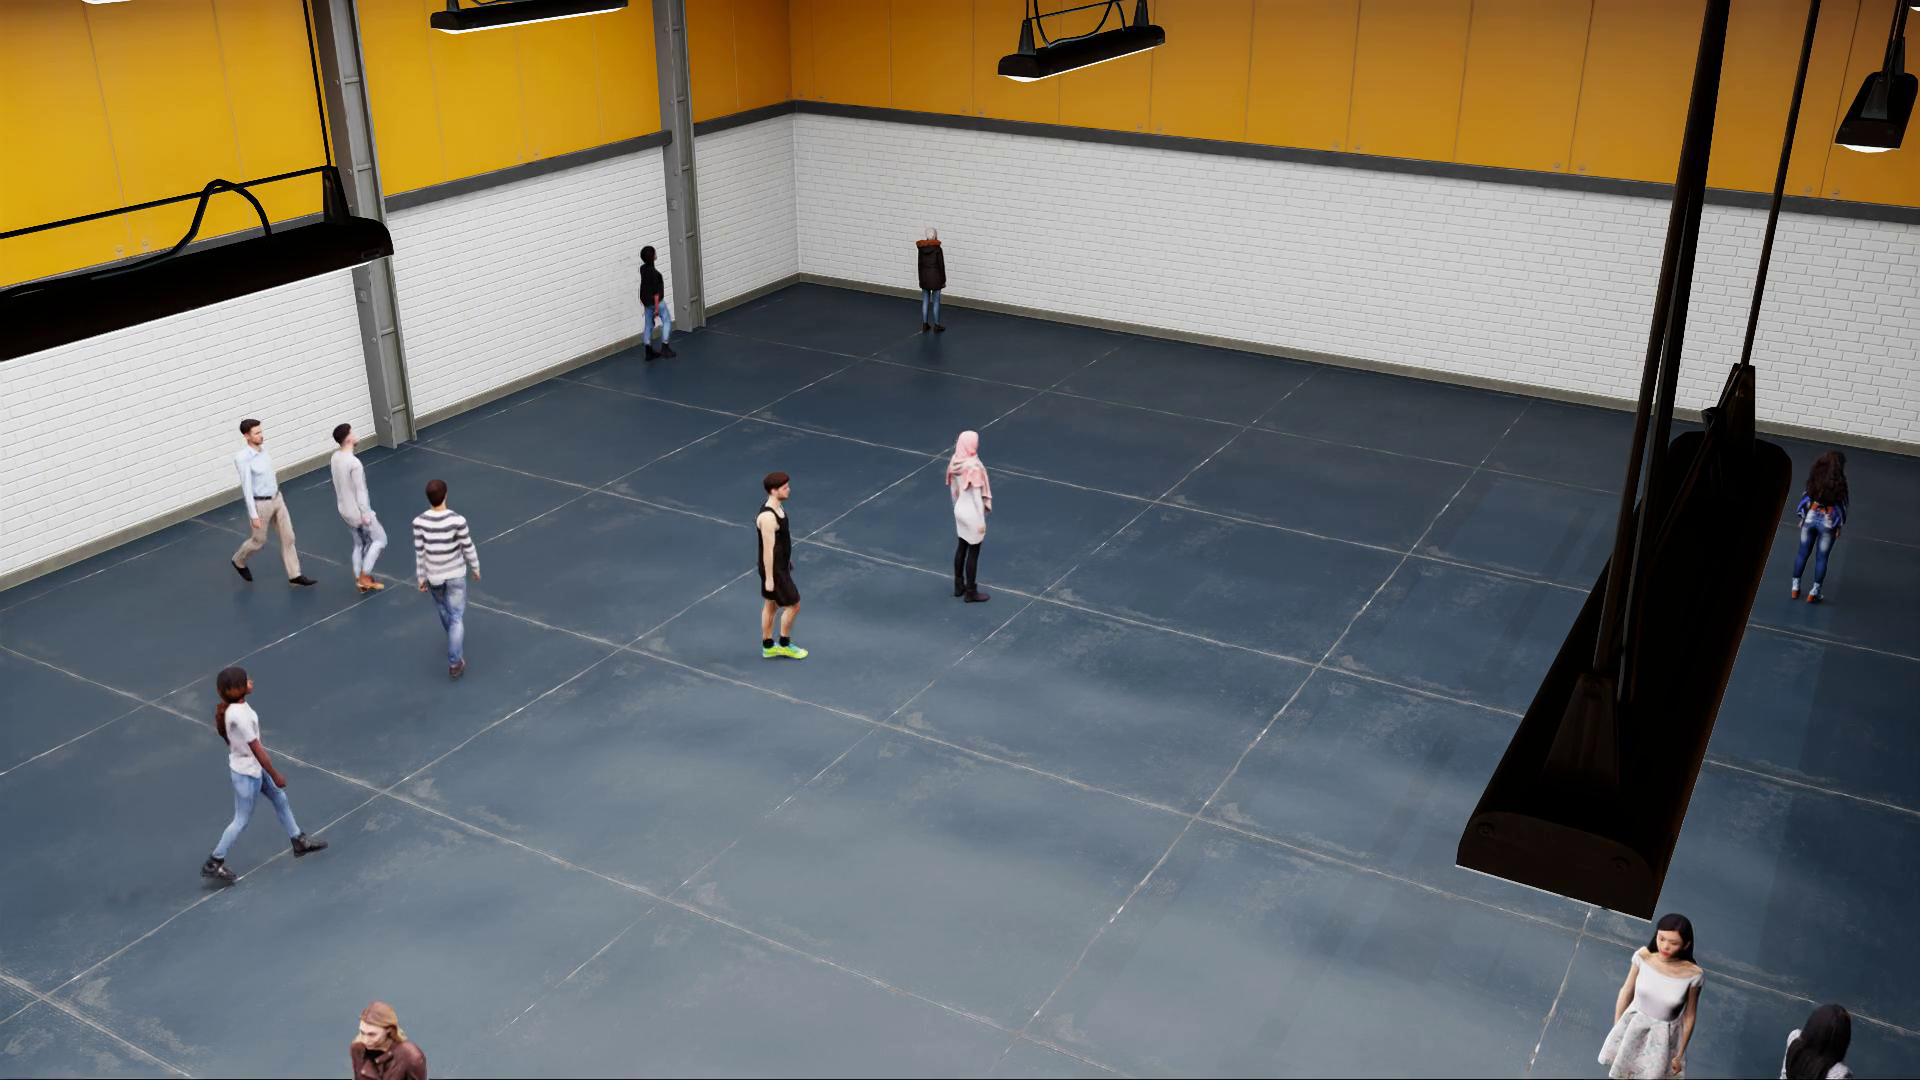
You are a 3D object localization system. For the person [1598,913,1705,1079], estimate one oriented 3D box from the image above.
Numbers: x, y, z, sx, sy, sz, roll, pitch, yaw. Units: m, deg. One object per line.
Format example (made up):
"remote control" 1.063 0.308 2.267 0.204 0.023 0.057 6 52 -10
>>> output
"person" 3.982 2.910 9.608 0.653 1.775 0.639 15 28 31

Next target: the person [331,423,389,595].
"person" -6.175 -0.283 16.846 0.746 1.830 0.680 20 30 38

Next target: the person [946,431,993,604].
"person" 0.089 -0.241 16.781 0.744 1.803 0.730 -14 27 -29

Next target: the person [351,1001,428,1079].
"person" -3.051 3.165 9.131 0.725 1.691 0.736 5 24 11

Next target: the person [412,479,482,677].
"person" -4.755 0.385 15.357 1.101 1.798 1.273 -1 24 -3

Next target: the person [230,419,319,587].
"person" -7.182 -0.354 17.030 0.915 1.812 1.182 6 24 14

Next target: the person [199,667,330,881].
"person" -5.357 1.768 12.337 1.217 1.682 1.030 -11 26 -24

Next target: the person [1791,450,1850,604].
"person" 8.690 -0.151 16.809 0.647 1.616 0.669 -20 31 -38

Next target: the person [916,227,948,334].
"person" -0.440 -4.022 25.643 0.647 1.634 0.629 11 26 23

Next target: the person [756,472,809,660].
"person" -1.809 0.258 15.545 0.905 1.879 0.808 -1 24 -3

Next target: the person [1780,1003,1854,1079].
"person" 4.568 3.206 8.999 0.736 1.721 0.665 -5 24 -11

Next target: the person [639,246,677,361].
"person" -4.542 -3.418 24.198 0.607 1.684 0.673 18 29 35
